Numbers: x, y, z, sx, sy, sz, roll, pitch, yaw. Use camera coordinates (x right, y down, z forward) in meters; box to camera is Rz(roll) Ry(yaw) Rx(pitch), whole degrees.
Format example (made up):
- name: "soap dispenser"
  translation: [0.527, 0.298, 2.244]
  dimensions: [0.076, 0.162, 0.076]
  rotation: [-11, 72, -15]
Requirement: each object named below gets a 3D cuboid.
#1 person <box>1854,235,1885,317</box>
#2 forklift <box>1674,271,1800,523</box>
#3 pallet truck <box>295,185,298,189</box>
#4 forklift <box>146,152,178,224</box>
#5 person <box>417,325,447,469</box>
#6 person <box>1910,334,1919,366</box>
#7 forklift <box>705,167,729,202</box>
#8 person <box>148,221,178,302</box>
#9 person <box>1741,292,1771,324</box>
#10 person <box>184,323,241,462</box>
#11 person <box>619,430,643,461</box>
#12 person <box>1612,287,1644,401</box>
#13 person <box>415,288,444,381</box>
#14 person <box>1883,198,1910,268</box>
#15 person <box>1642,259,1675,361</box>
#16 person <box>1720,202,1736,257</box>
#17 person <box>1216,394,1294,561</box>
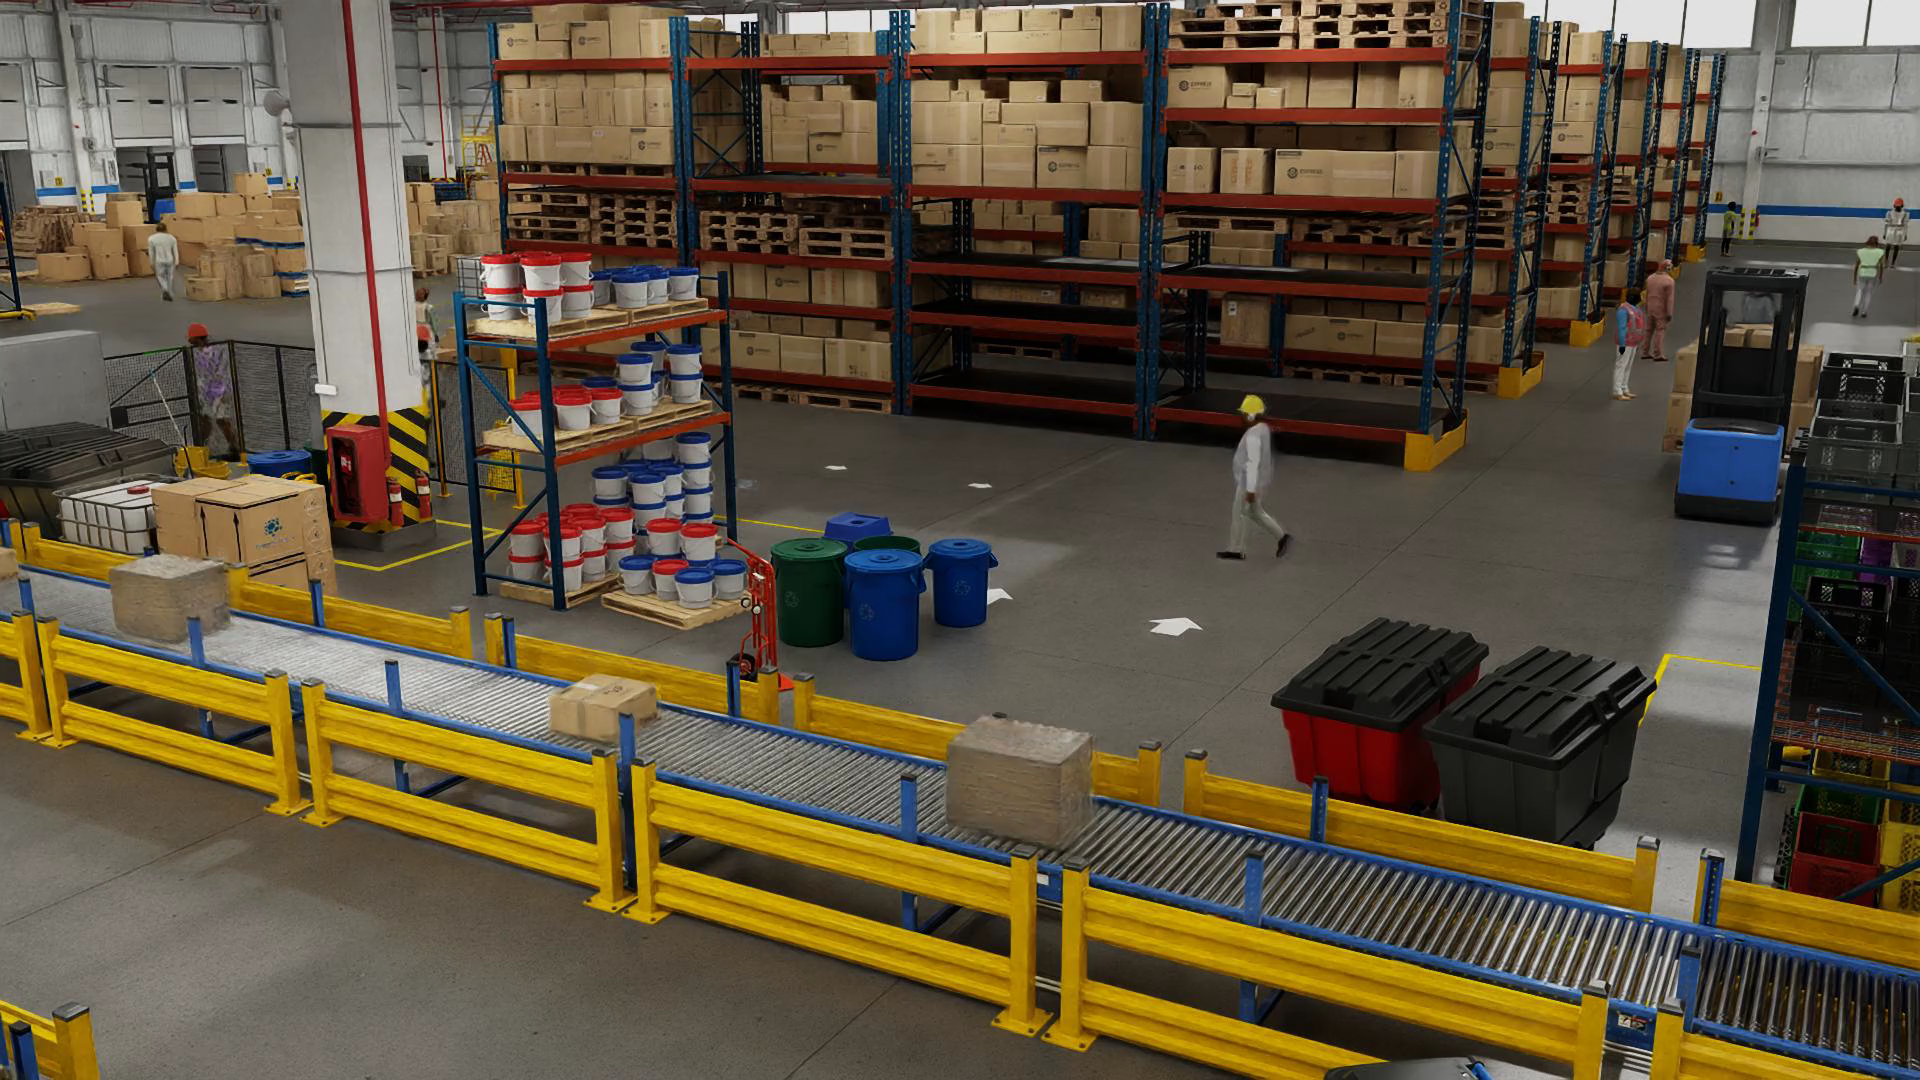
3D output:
- name: "person"
  translation: [20.414, -5.921, 37.375]
  dimensions: [0.571, 1.825, 0.462]
  rotation: [10, 18, 32]
- name: "forklift"
  translation: [9.269, -1.763, 19.726]
  dimensions: [1.129, 2.768, 1.873]
  rotation: [8, 17, 27]
- name: "pallet truck"
  translation: [-26.804, -14.617, 69.738]
  dimensions: [1.885, 1.965, 0.823]
  rotation: [-14, 20, -42]
- name: "forklift"
  translation: [-30.086, -13.242, 62.882]
  dimensions: [1.873, 2.768, 1.129]
  rotation: [8, 17, 28]
- name: "person"
  translation: [-7.092, -1.891, 22.046]
  dimensions: [0.504, 1.919, 0.542]
  rotation: [8, 17, 28]
- name: "person"
  translation: [12.966, -1.919, 22.504]
  dimensions: [0.718, 1.744, 0.527]
  rotation: [6, 16, 22]
- name: "forklift"
  translation: [-7.386, -9.903, 50.326]
  dimensions: [1.129, 2.768, 1.873]
  rotation: [8, 17, 27]
- name: "person"
  translation: [-19.224, -6.717, 40.175]
  dimensions: [0.655, 1.926, 0.437]
  rotation: [-10, 18, -33]
- name: "person"
  translation: [14.296, -3.817, 29.865]
  dimensions: [0.513, 1.613, 0.622]
  rotation: [12, 19, 38]
- name: "person"
  translation: [-10.195, -1.956, 22.325]
  dimensions: [0.916, 1.896, 0.572]
  rotation: [-4, 15, -13]
- name: "person"
  translation: [-4.125, -1.644, 21.700]
  dimensions: [0.675, 1.615, 0.506]
  rotation: [7, 16, 25]
- name: "person"
  translation: [10.902, -3.201, 27.119]
  dimensions: [0.429, 1.847, 0.626]
  rotation: [12, 19, 39]
- name: "person"
  translation: [-9.241, -3.533, 28.753]
  dimensions: [0.514, 1.642, 0.310]
  rotation: [6, 16, 20]
- name: "person"
  translation: [26.969, -8.832, 47.950]
  dimensions: [0.626, 2.015, 0.739]
  rotation: [9, 17, 30]
- name: "person"
  translation: [13.109, -4.297, 31.140]
  dimensions: [0.399, 1.900, 0.645]
  rotation: [-6, 16, -23]
- name: "person"
  translation: [23.877, -9.645, 51.628]
  dimensions: [0.318, 1.697, 0.535]
  rotation: [-1, 15, -2]
- name: "person"
  translation: [3.145, -0.642, 17.576]
  dimensions: [0.735, 1.807, 0.596]
  rotation: [6, 16, 21]
